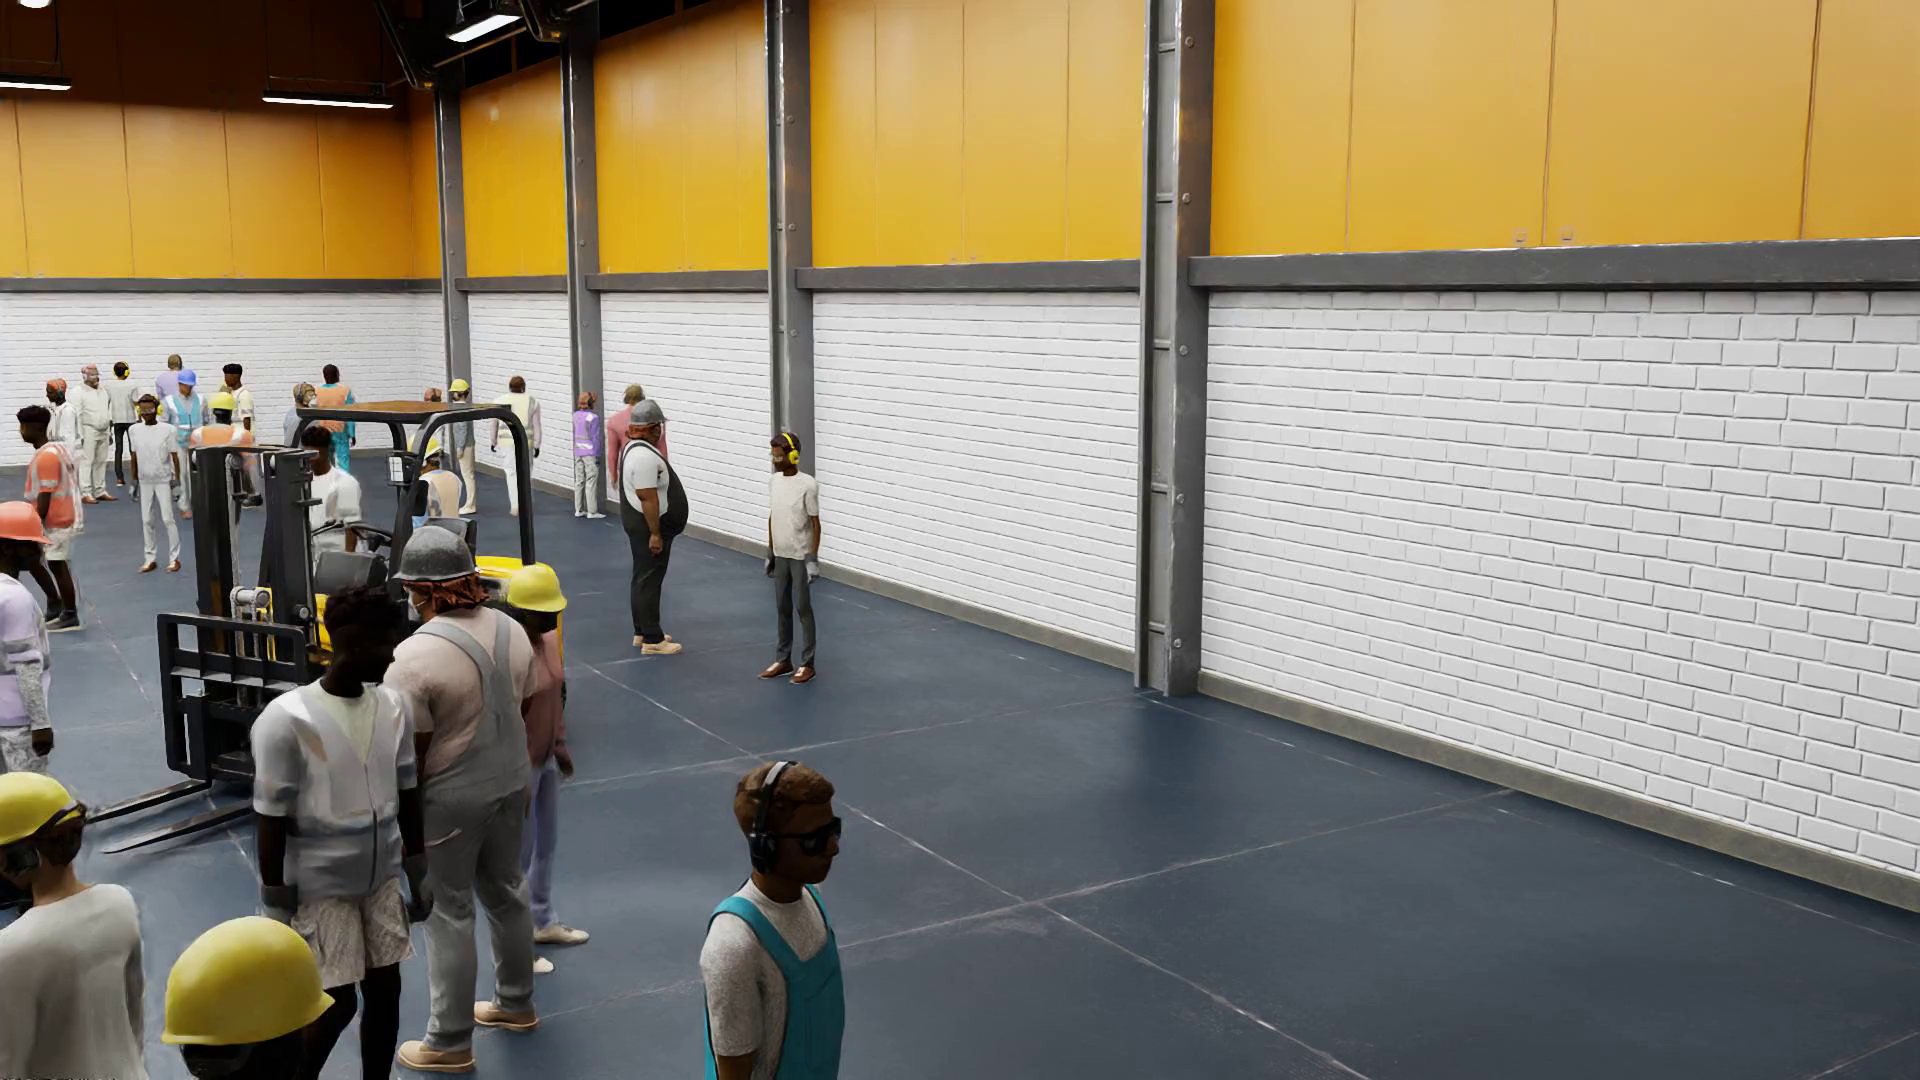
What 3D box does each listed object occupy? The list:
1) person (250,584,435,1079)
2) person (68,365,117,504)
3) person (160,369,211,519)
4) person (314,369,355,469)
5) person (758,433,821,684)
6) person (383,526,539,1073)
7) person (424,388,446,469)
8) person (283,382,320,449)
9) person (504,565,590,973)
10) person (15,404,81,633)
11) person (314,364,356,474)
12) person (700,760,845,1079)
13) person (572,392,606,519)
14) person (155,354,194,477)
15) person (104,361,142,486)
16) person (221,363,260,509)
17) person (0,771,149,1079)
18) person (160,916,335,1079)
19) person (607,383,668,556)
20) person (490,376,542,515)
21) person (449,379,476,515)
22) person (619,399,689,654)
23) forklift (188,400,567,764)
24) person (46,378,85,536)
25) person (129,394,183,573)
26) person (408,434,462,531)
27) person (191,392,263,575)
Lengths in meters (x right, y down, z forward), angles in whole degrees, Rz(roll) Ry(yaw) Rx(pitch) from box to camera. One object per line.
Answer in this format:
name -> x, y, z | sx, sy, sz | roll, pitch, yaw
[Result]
person -> -1.994, 1.114, 5.467 | 0.454, 1.927, 0.641 | 5, 10, 33
person -> -11.902, -1.457, 22.877 | 0.403, 1.906, 0.652 | 2, 9, 12
person -> -9.840, -1.214, 21.164 | 0.655, 1.920, 0.498 | -7, 11, -41
person -> -9.092, -1.592, 24.069 | 0.644, 1.827, 0.463 | -5, 10, -30
person -> -1.248, 0.133, 12.308 | 0.521, 1.865, 0.336 | 7, 11, 39
person -> -1.920, 0.941, 6.264 | 0.536, 2.000, 0.684 | 4, 9, 24
person -> -6.952, -1.189, 21.968 | 0.310, 1.636, 0.522 | -7, 11, -39
person -> -7.114, -0.750, 18.055 | 0.371, 1.933, 0.626 | 0, 8, -2
person -> -1.806, 0.964, 7.118 | 0.396, 1.750, 0.543 | 1, 9, 9
person -> -7.759, -0.168, 14.067 | 0.502, 1.949, 0.607 | -6, 10, -33
person -> -8.601, -1.453, 22.825 | 0.587, 1.915, 0.391 | -1, 8, -5
person -> -0.414, 1.401, 3.818 | 0.328, 1.844, 0.514 | 2, 9, 13
person -> -4.763, -1.079, 21.260 | 0.505, 1.632, 0.310 | 7, 11, 40
person -> -12.226, -1.939, 26.017 | 0.629, 1.940, 0.373 | 1, 9, 9
person -> -12.525, -1.744, 24.933 | 0.538, 1.869, 0.312 | -1, 9, -8
person -> -9.657, -1.399, 22.326 | 0.380, 1.957, 0.608 | -7, 11, -40
person -> -2.085, 1.421, 4.022 | 0.601, 1.732, 0.568 | 1, 9, 7
person -> -1.126, 1.547, 2.681 | 0.594, 1.888, 0.756 | 2, 9, 14
person -> -3.478, -0.734, 17.969 | 0.633, 1.918, 0.556 | -1, 9, -9
person -> -5.845, -1.255, 21.887 | 0.640, 1.791, 0.963 | -3, 9, -19
person -> -6.486, -1.213, 21.704 | 0.312, 1.769, 0.522 | -2, 9, -12
person -> -2.452, -0.114, 13.375 | 0.539, 2.000, 0.689 | -3, 9, -20
forklift -> -3.529, 0.258, 10.348 | 1.214, 2.155, 2.313 | 4, 9, 25
person -> -10.653, -0.985, 19.801 | 0.361, 1.879, 0.583 | -7, 11, -38
person -> -8.298, -0.581, 17.147 | 0.520, 1.861, 0.314 | 0, 8, 0
person -> -4.035, 0.093, 12.698 | 0.404, 1.827, 0.586 | 2, 9, 13
person -> -7.267, -0.523, 16.584 | 0.605, 1.893, 0.798 | 0, 8, 0
